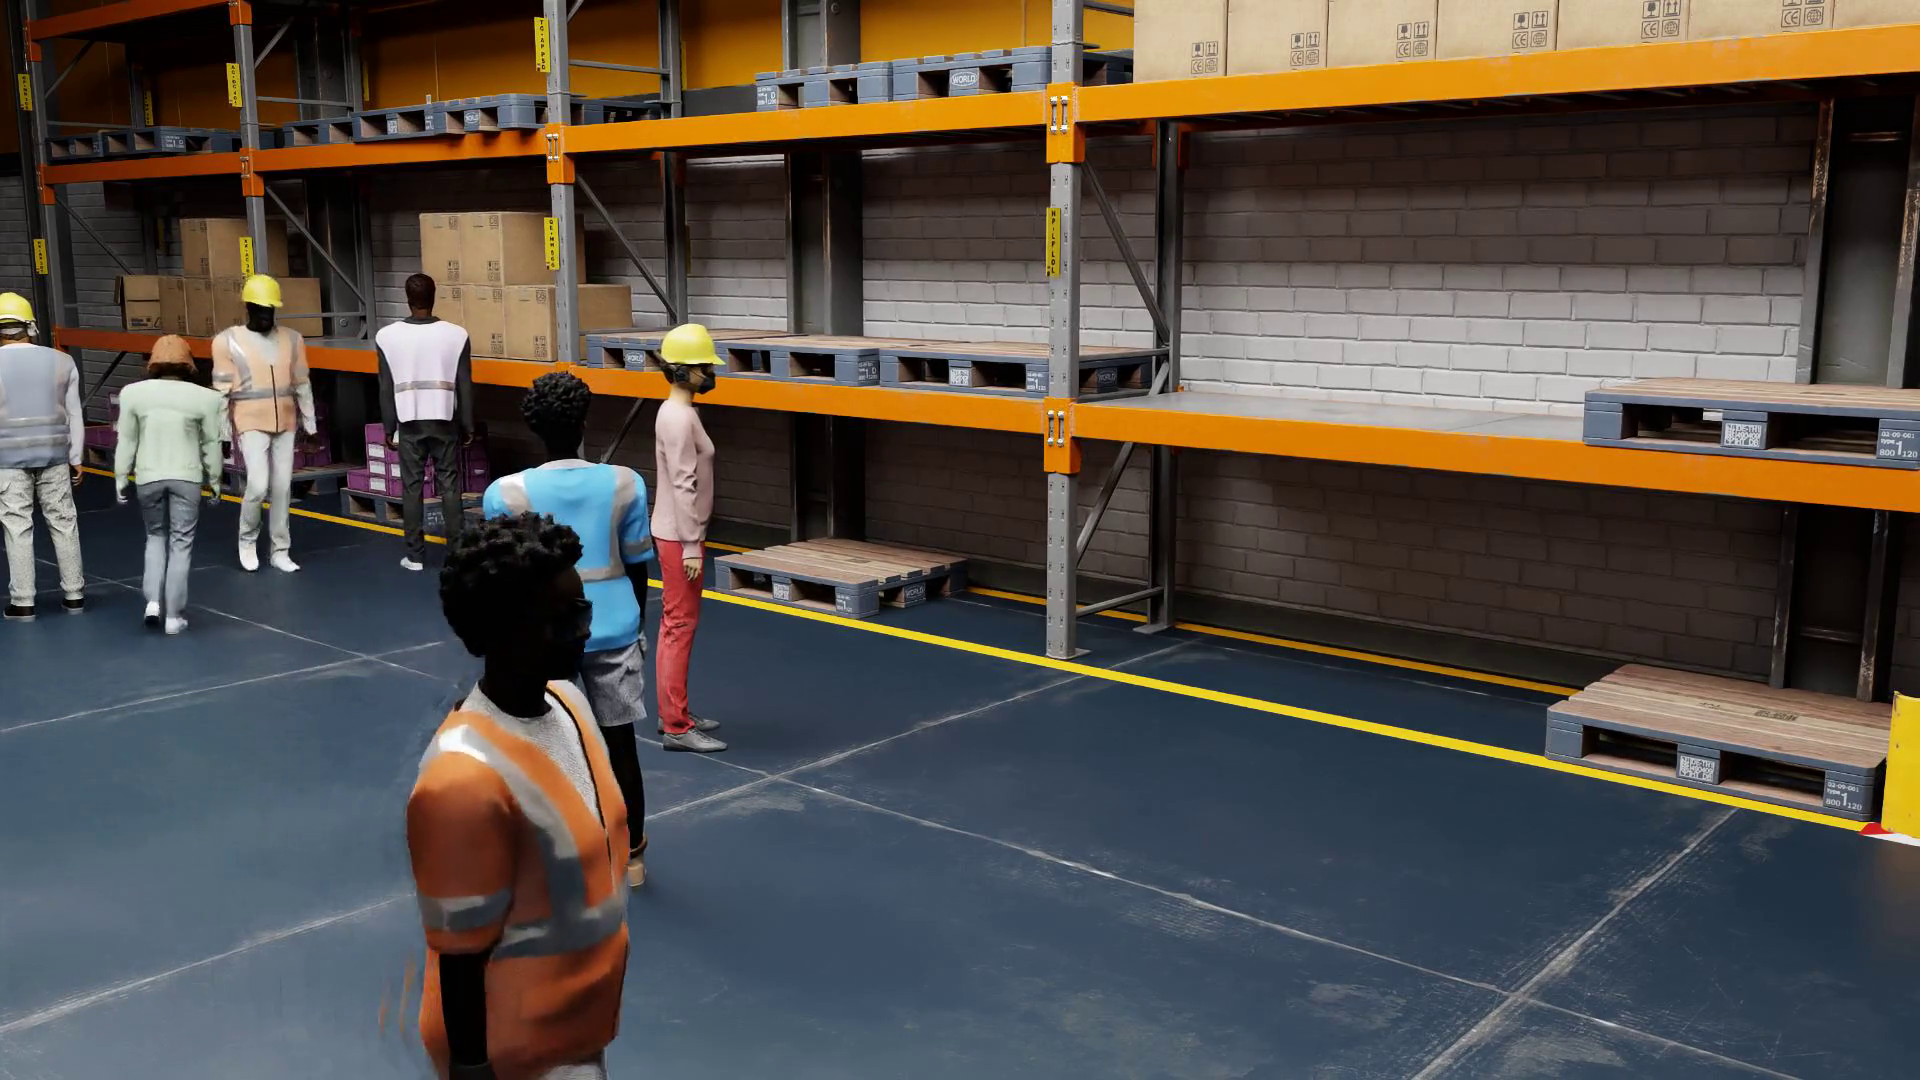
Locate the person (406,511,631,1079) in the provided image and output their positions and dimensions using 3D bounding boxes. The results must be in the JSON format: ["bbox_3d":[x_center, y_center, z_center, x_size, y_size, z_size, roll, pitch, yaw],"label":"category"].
[{"bbox_3d":[-0.767,0.776,2.708,0.695,1.676,0.539,1,10,6],"label":"person"}]

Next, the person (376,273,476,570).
[{"bbox_3d":[-3.440,-0.758,10.770,0.591,1.912,0.383,-3,10,-18],"label":"person"}]

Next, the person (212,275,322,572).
[{"bbox_3d":[-4.405,-0.725,10.604,0.417,1.905,0.589,8,13,39],"label":"person"}]

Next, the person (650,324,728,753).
[{"bbox_3d":[-1.121,-0.009,6.918,0.325,1.767,0.533,-2,10,-12],"label":"person"}]

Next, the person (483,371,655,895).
[{"bbox_3d":[-1.219,0.319,5.242,0.531,1.697,0.322,-5,11,-26],"label":"person"}]

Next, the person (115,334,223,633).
[{"bbox_3d":[-4.267,-0.301,9.003,0.530,1.605,0.394,-3,10,-14],"label":"person"}]

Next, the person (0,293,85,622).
[{"bbox_3d":[-5.212,-0.457,9.288,0.404,1.829,0.591,10,14,44],"label":"person"}]
